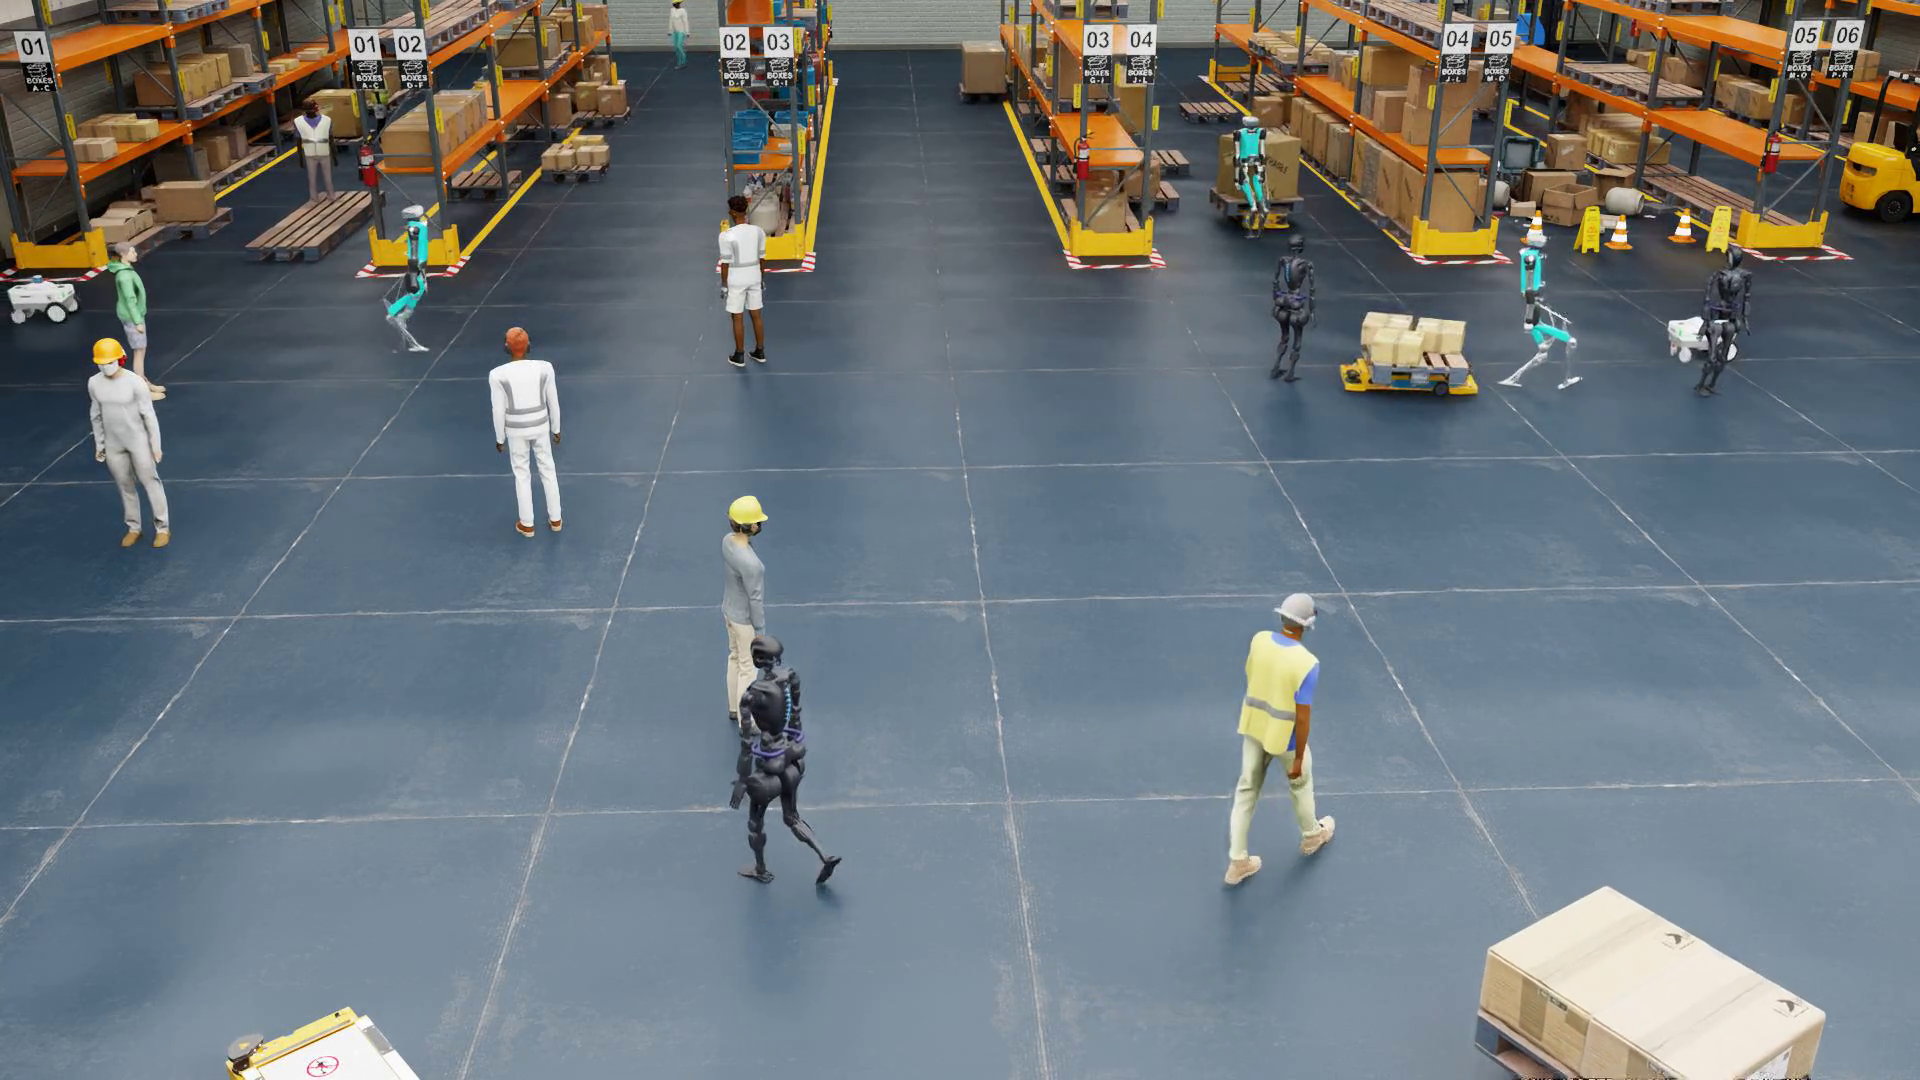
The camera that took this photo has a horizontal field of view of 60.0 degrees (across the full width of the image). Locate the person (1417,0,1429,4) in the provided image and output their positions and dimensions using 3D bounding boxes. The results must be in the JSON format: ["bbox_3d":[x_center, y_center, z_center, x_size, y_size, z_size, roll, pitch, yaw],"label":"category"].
[{"bbox_3d":[11.683,-13.019,41.845,0.395,1.799,0.589,-14,28,-29],"label":"person"}]

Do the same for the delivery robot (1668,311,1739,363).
[{"bbox_3d":[8.690,-2.393,19.469,0.742,0.570,0.504,-1,24,-2],"label":"delivery robot"}]

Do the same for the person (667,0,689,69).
[{"bbox_3d":[-6.832,-12.294,40.282,0.394,1.755,0.526,-22,32,-40],"label":"person"}]

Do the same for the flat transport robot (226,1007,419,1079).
[{"bbox_3d":[-3.037,2.794,8.195,0.659,0.231,1.431,-20,31,-37],"label":"flat transport robot"}]

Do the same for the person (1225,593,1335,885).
[{"bbox_3d":[1.961,1.141,9.974,0.513,1.848,0.966,22,32,40],"label":"person"}]

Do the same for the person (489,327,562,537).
[{"bbox_3d":[-3.798,-0.948,14.618,0.583,1.882,0.337,-12,27,-25],"label":"person"}]

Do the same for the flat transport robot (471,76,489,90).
[{"bbox_3d":[-10.598,-10.348,37.723,0.659,0.231,1.431,0,24,-1],"label":"flat transport robot"}]

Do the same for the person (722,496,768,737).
[{"bbox_3d":[-1.462,0.516,11.483,0.334,1.756,0.516,-12,27,-26],"label":"person"}]

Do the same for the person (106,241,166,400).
[{"bbox_3d":[-8.933,-2.372,18.003,0.316,1.736,0.478,-10,26,-22],"label":"person"}]

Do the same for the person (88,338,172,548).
[{"bbox_3d":[-7.195,-0.841,14.375,0.568,1.889,0.388,0,24,1],"label":"person"}]

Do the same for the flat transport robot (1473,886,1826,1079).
[{"bbox_3d":[3.317,2.749,8.296,1.431,0.231,0.659,-15,28,-31],"label":"flat transport robot"}]

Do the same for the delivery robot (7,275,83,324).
[{"bbox_3d":[-11.520,-3.025,20.918,0.791,0.595,0.499,-2,24,-4],"label":"delivery robot"}]

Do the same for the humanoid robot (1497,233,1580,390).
[{"bbox_3d":[6.549,-2.458,18.243,1.002,1.776,0.530,8,25,18],"label":"humanoid robot"}]

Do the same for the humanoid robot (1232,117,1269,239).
[{"bbox_3d":[4.370,-5.278,24.652,0.535,1.869,0.793,-7,25,-16],"label":"humanoid robot"}]

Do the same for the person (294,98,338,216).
[{"bbox_3d":[-10.027,-5.976,25.971,0.563,1.836,0.395,-11,26,-23],"label":"person"}]

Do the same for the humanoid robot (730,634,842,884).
[{"bbox_3d":[-1.053,1.332,9.780,0.652,1.636,0.609,14,28,29],"label":"humanoid robot"}]

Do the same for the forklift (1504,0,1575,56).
[{"bbox_3d":[14.700,-13.805,42.301,1.873,2.768,1.129,-1,24,-2],"label":"forklift"}]

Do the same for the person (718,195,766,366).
[{"bbox_3d":[-2.488,-2.974,19.090,0.596,1.958,0.379,-19,30,-36],"label":"person"}]

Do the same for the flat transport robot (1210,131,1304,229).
[{"bbox_3d":[4.592,-5.082,25.892,0.659,0.231,1.431,-3,24,-7],"label":"flat transport robot"}]

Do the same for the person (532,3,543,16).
[{"bbox_3d":[-10.447,-12.676,40.994,0.376,1.863,0.510,-2,24,-5],"label":"person"}]

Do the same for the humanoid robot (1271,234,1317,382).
[{"bbox_3d":[3.735,-2.599,18.569,0.372,1.649,0.600,-20,31,-38],"label":"humanoid robot"}]

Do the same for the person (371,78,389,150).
[{"bbox_3d":[-10.816,-8.169,31.070,0.319,1.695,0.538,-3,24,-7],"label":"person"}]

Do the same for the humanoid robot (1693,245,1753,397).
[{"bbox_3d":[8.326,-2.381,18.087,0.609,1.656,0.359,-5,24,-11],"label":"humanoid robot"}]

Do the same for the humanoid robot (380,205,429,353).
[{"bbox_3d":[-6.517,-2.945,19.415,0.776,1.898,0.550,-2,24,-4],"label":"humanoid robot"}]

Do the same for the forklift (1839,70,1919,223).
[{"bbox_3d":[15.132,-6.143,25.915,2.313,2.155,1.214,-1,24,-2],"label":"forklift"}]

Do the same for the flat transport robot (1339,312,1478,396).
[{"bbox_3d":[5.006,-1.830,18.583,1.431,0.231,0.659,2,24,5],"label":"flat transport robot"}]

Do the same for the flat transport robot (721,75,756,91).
[{"bbox_3d":[-4.989,-10.380,37.796,0.659,0.231,1.431,1,24,1],"label":"flat transport robot"}]
